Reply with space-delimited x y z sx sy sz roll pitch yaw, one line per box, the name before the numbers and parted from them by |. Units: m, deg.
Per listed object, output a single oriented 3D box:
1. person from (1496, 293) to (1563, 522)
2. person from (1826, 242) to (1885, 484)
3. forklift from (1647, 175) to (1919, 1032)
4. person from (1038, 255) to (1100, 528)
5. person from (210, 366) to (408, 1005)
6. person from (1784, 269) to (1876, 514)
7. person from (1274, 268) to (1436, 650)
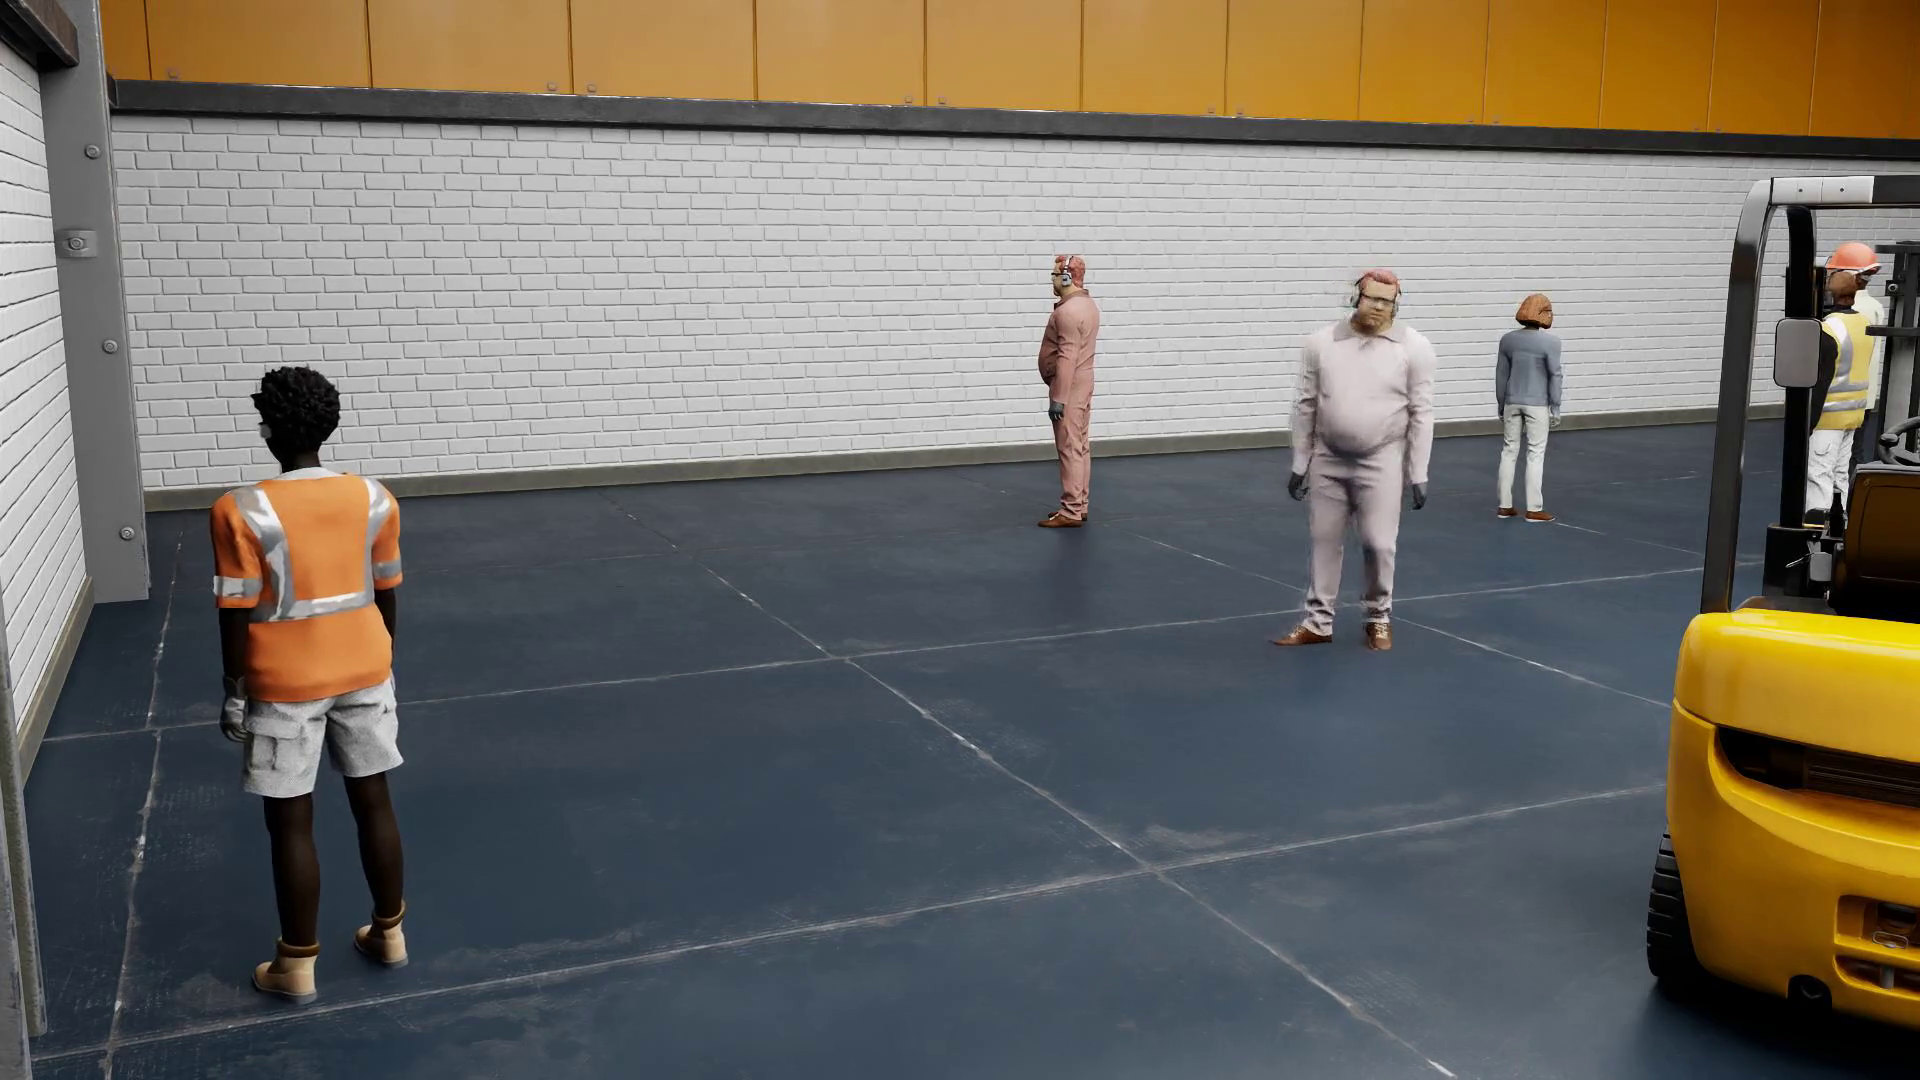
person | 4.088 -0.951 11.963 0.268 1.632 0.507 -8 13 -38
person | 5.617 -0.880 10.575 0.379 1.996 0.611 10 14 43
forklift | 2.810 0.094 4.662 1.214 2.155 2.313 7 12 34
person | 0.751 -1.041 11.707 0.410 1.909 0.643 3 11 16
person | -1.732 0.382 4.481 0.320 1.690 0.535 8 13 38
person | 5.167 -0.691 9.967 0.625 1.842 0.429 -9 13 -40
person | 1.931 -0.377 8.174 0.748 1.887 0.447 6 12 31
